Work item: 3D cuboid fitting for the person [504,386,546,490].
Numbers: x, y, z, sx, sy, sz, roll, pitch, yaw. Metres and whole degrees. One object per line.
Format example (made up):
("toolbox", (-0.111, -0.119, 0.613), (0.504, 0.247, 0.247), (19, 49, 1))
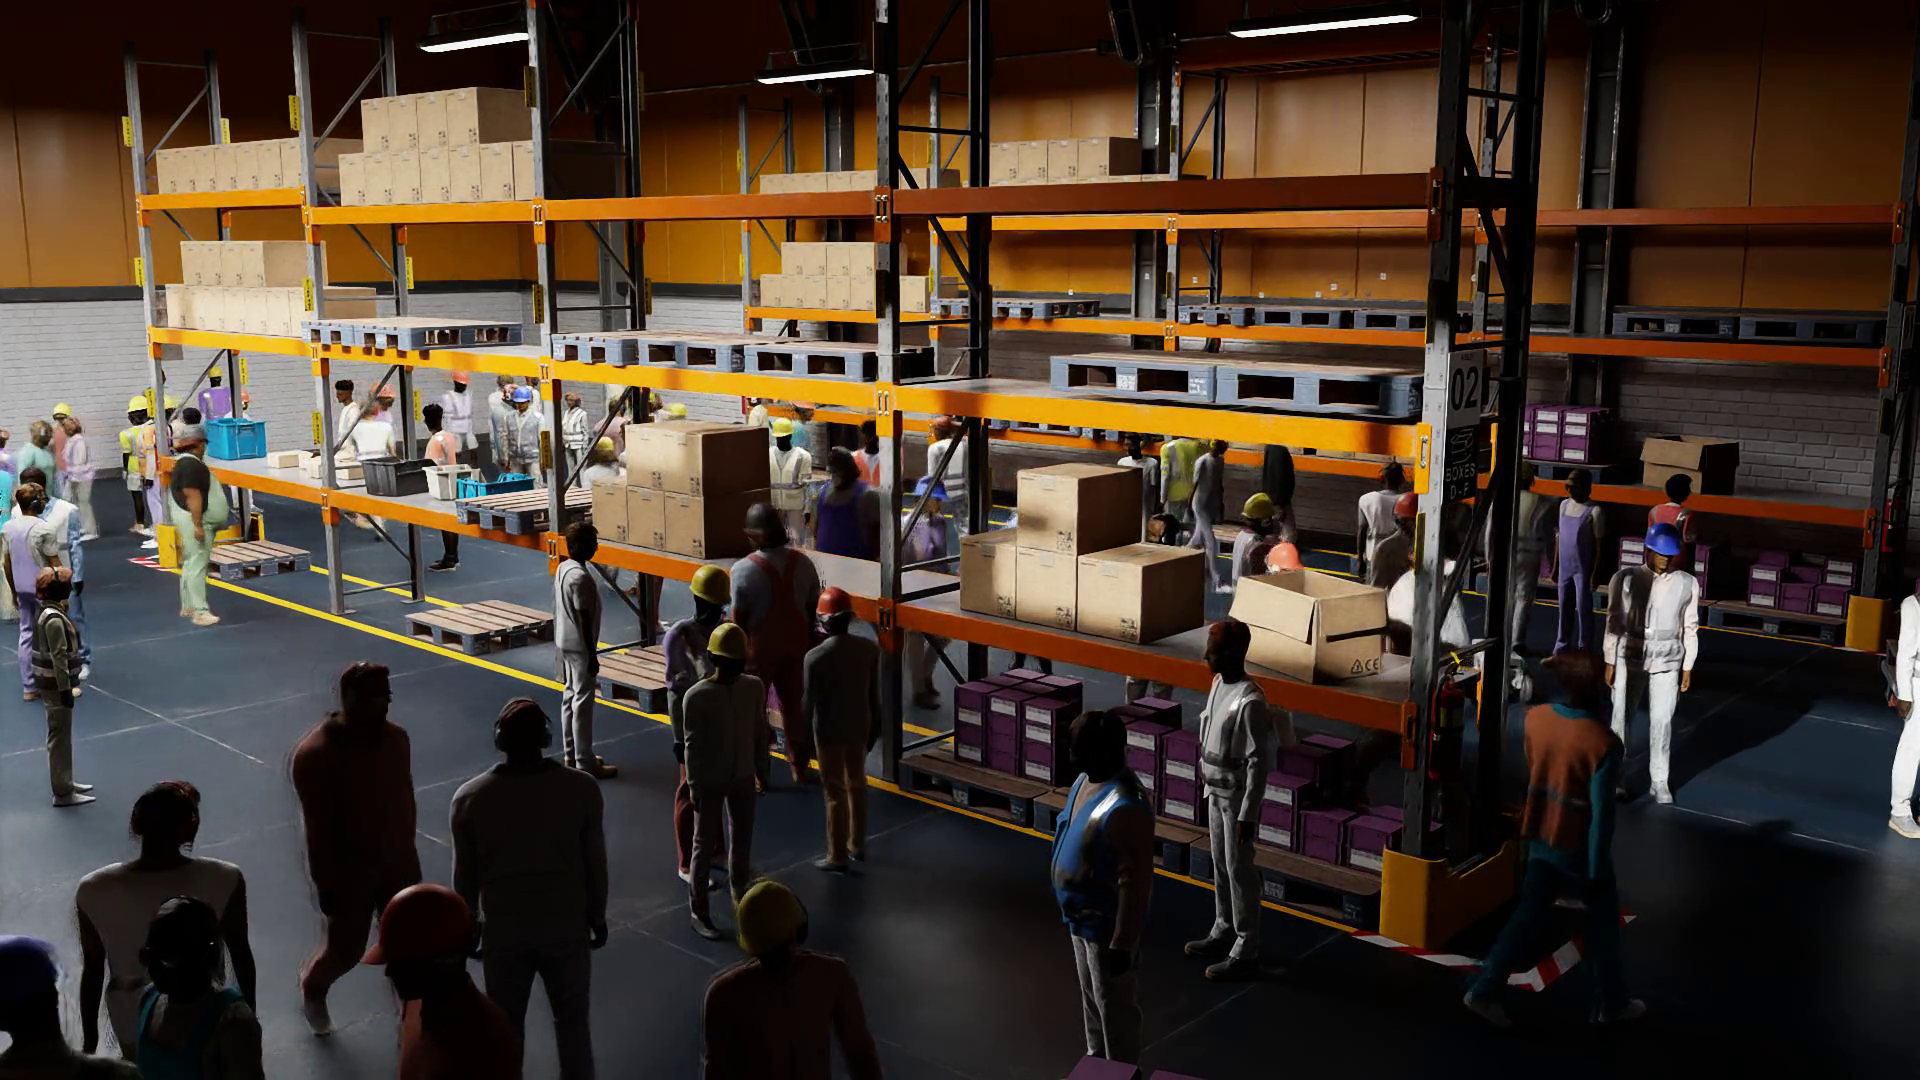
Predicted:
("person", (-5.756, -1.071, 22.047), (0.610, 1.939, 0.416), (2, 10, 12))

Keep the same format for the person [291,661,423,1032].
("person", (-2.776, 1.489, 7.763), (0.809, 1.864, 0.652), (7, 12, 35))

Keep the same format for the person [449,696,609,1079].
("person", (-1.809, 1.598, 7.068), (0.640, 1.901, 0.406), (-2, 10, -10))

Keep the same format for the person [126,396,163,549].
("person", (-10.185, -0.853, 20.886), (0.397, 1.913, 0.592), (-5, 11, -26))

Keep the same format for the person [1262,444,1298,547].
("person", (3.540, -0.436, 18.304), (0.443, 1.989, 0.633), (-1, 10, -7))

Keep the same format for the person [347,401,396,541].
("person", (-7.642, -0.913, 21.591), (0.564, 1.780, 1.008), (-6, 12, -31))

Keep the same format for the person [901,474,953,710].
("person", (-0.303, 0.419, 13.655), (0.424, 1.934, 0.645), (9, 13, 40))

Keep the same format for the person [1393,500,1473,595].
("person", (3.936, 0.288, 14.232), (0.813, 1.988, 0.361), (4, 11, 24))

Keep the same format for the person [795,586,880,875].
("person", (-0.746, 1.141, 10.061), (0.566, 1.750, 0.356), (-9, 14, -43))

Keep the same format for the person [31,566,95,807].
("person", (-6.107, 0.987, 11.276), (0.313, 1.634, 0.514), (-6, 12, -32))

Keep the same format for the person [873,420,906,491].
("person", (-0.917, -0.916, 21.213), (0.552, 1.923, 0.390), (-10, 14, -44))

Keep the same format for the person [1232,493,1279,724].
("person", (2.370, 0.537, 13.228), (0.404, 1.836, 0.600), (-1, 10, -7))

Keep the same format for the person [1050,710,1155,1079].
("person", (0.599, 1.618, 7.113), (0.428, 1.839, 0.632), (-2, 10, -12))

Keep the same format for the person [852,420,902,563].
("person", (-0.932, -0.369, 18.160), (0.618, 1.920, 1.034), (0, 10, 0))

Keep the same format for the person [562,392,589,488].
("person", (-5.681, -1.364, 24.543), (0.522, 1.637, 0.305), (7, 12, 34))

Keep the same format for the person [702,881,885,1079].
("person", (-0.506, 1.953, 5.496), (0.604, 1.729, 0.749), (-5, 11, -28))

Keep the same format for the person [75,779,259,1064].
("person", (-2.946, 1.787, 6.214), (0.603, 1.819, 0.488), (-4, 11, -19))

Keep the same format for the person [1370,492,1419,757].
("person", (3.302, 0.619, 12.357), (0.616, 1.986, 0.407), (-6, 12, -31))

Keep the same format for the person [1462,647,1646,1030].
("person", (2.883, 1.449, 8.002), (0.907, 1.880, 0.590), (-6, 11, -29))

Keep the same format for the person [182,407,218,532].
("person", (-9.956, -0.893, 21.752), (0.322, 1.692, 0.531), (-2, 10, -10))

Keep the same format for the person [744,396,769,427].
("person", (-2.976, -1.375, 24.330), (0.354, 1.737, 0.572), (2, 10, 9))

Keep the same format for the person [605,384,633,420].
("person", (-5.621, -2.087, 27.885), (0.628, 1.898, 0.527), (-7, 12, -33))

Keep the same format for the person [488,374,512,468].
("person", (-6.696, -1.542, 24.783), (0.537, 1.919, 0.650), (9, 14, 42))

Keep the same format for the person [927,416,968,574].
("person", (-0.151, -0.505, 19.082), (0.599, 1.851, 0.707), (-9, 13, -40))

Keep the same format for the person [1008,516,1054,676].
("person", (0.721, 0.393, 13.862), (0.562, 1.889, 0.952), (-9, 14, -42))

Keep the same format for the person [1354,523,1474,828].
("person", (2.979, 0.841, 10.936), (0.675, 2.000, 0.922), (-8, 13, -39))

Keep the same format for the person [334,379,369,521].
("person", (-8.407, -1.245, 23.006), (0.385, 1.948, 0.607), (-6, 12, -29))

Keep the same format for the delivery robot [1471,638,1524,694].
("delivery robot", (4.465, 1.005, 13.942), (0.477, 0.478, 0.707), (0, 10, 1))

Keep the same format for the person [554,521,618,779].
("person", (-2.691, 0.780, 11.846), (0.344, 1.841, 0.504), (-6, 11, -29))

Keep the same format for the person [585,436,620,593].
("person", (-3.859, -0.289, 18.268), (0.486, 1.709, 0.826), (0, 10, -1))

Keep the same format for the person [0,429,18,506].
("person", (-11.355, -0.502, 19.691), (0.524, 1.631, 0.313), (2, 10, 13))

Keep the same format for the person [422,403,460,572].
("person", (-6.042, -0.611, 19.370), (0.373, 1.962, 0.605), (0, 10, -2))

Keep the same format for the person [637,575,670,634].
("person", (-3.011, -0.024, 16.215), (0.398, 1.908, 0.599), (-6, 12, -31))

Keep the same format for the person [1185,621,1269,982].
("person", (1.402, 1.332, 8.602), (0.337, 1.882, 0.584), (-2, 10, -11))

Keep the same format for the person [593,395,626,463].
("person", (-4.238, -0.833, 20.699), (0.630, 1.937, 0.373), (4, 11, 20))
